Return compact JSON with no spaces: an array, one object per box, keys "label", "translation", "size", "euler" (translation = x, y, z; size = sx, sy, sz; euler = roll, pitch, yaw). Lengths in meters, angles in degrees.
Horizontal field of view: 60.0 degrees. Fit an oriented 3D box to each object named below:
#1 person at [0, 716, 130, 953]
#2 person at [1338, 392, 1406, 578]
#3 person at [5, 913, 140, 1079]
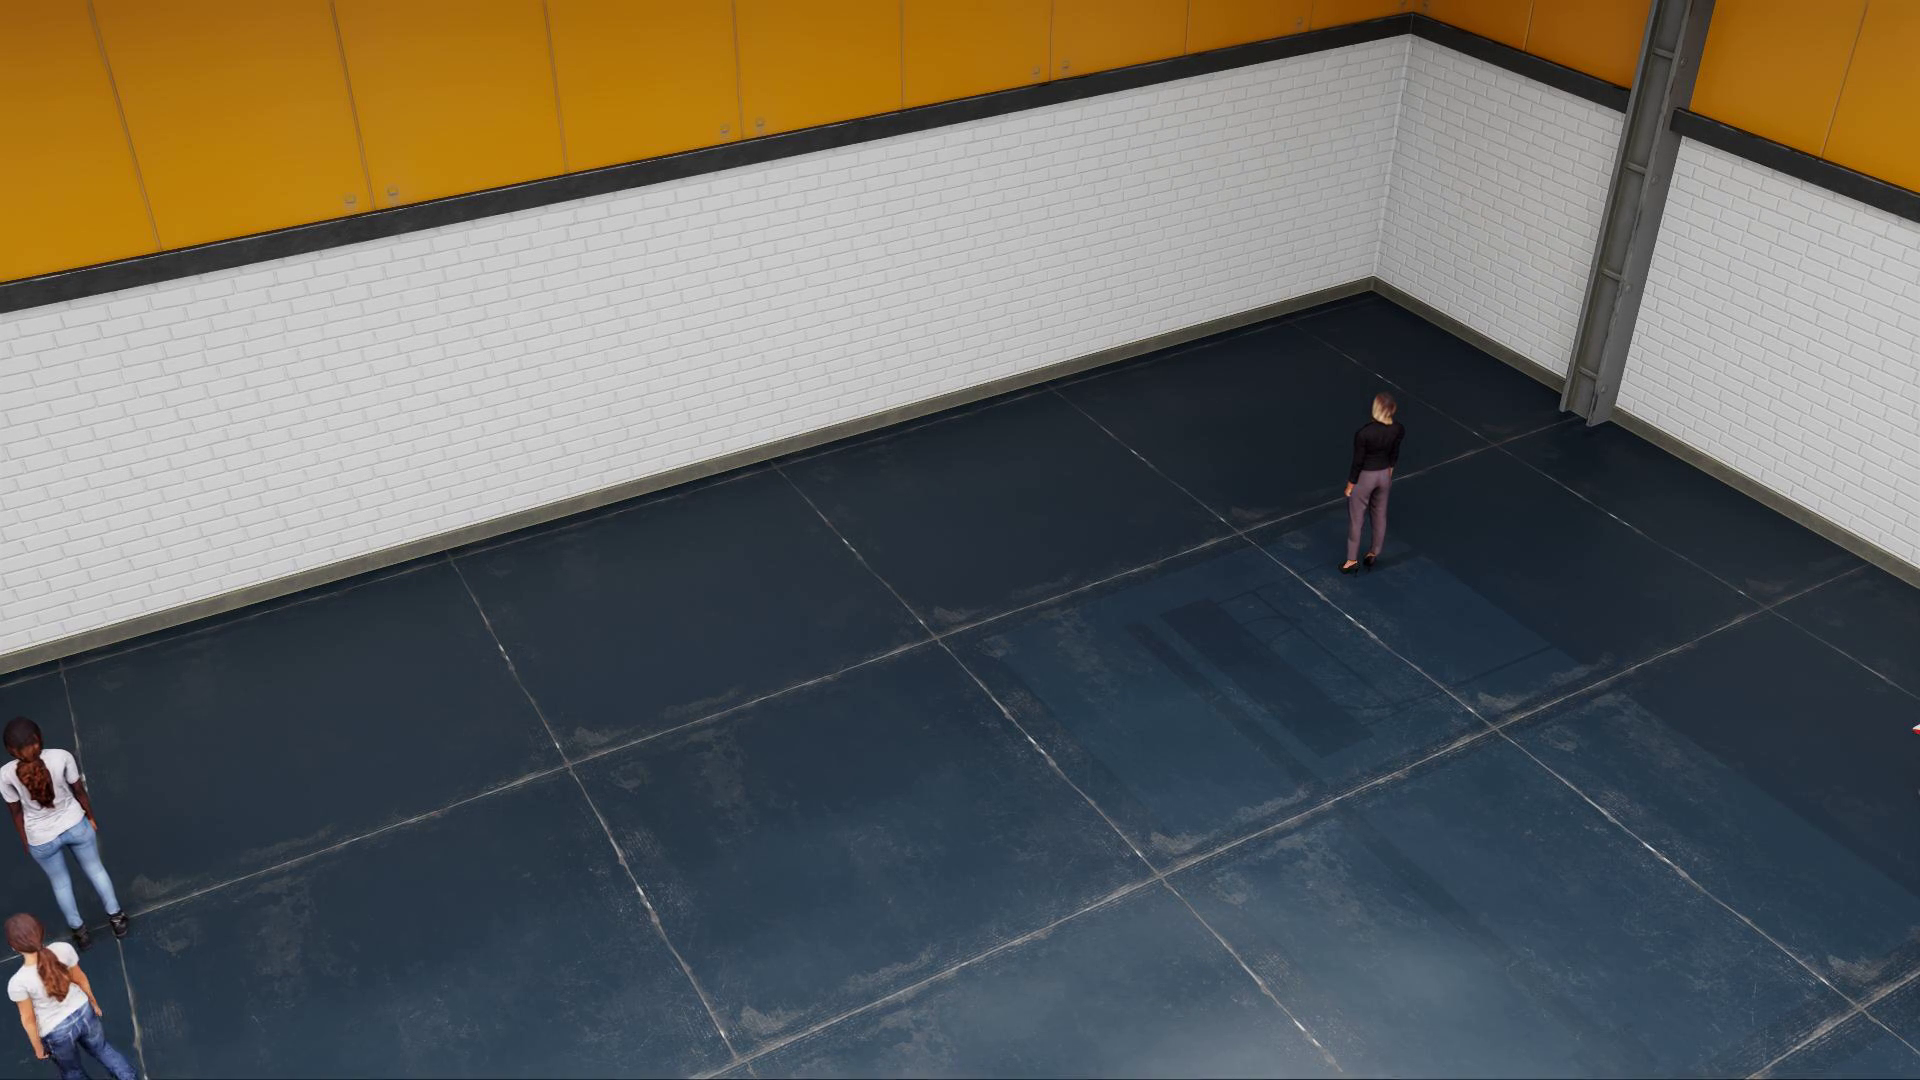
[{"label":"person","translation":[-5.429,1.763,10.020],"size":[0.601,1.720,0.565],"euler":[-24,41,-32]},{"label":"person","translation":[3.311,-0.445,13.385],"size":[0.620,1.672,0.562],"euler":[-13,36,-18]},{"label":"person","translation":[-4.746,2.605,8.906],"size":[0.941,1.551,0.783],"euler":[17,37,24]}]
